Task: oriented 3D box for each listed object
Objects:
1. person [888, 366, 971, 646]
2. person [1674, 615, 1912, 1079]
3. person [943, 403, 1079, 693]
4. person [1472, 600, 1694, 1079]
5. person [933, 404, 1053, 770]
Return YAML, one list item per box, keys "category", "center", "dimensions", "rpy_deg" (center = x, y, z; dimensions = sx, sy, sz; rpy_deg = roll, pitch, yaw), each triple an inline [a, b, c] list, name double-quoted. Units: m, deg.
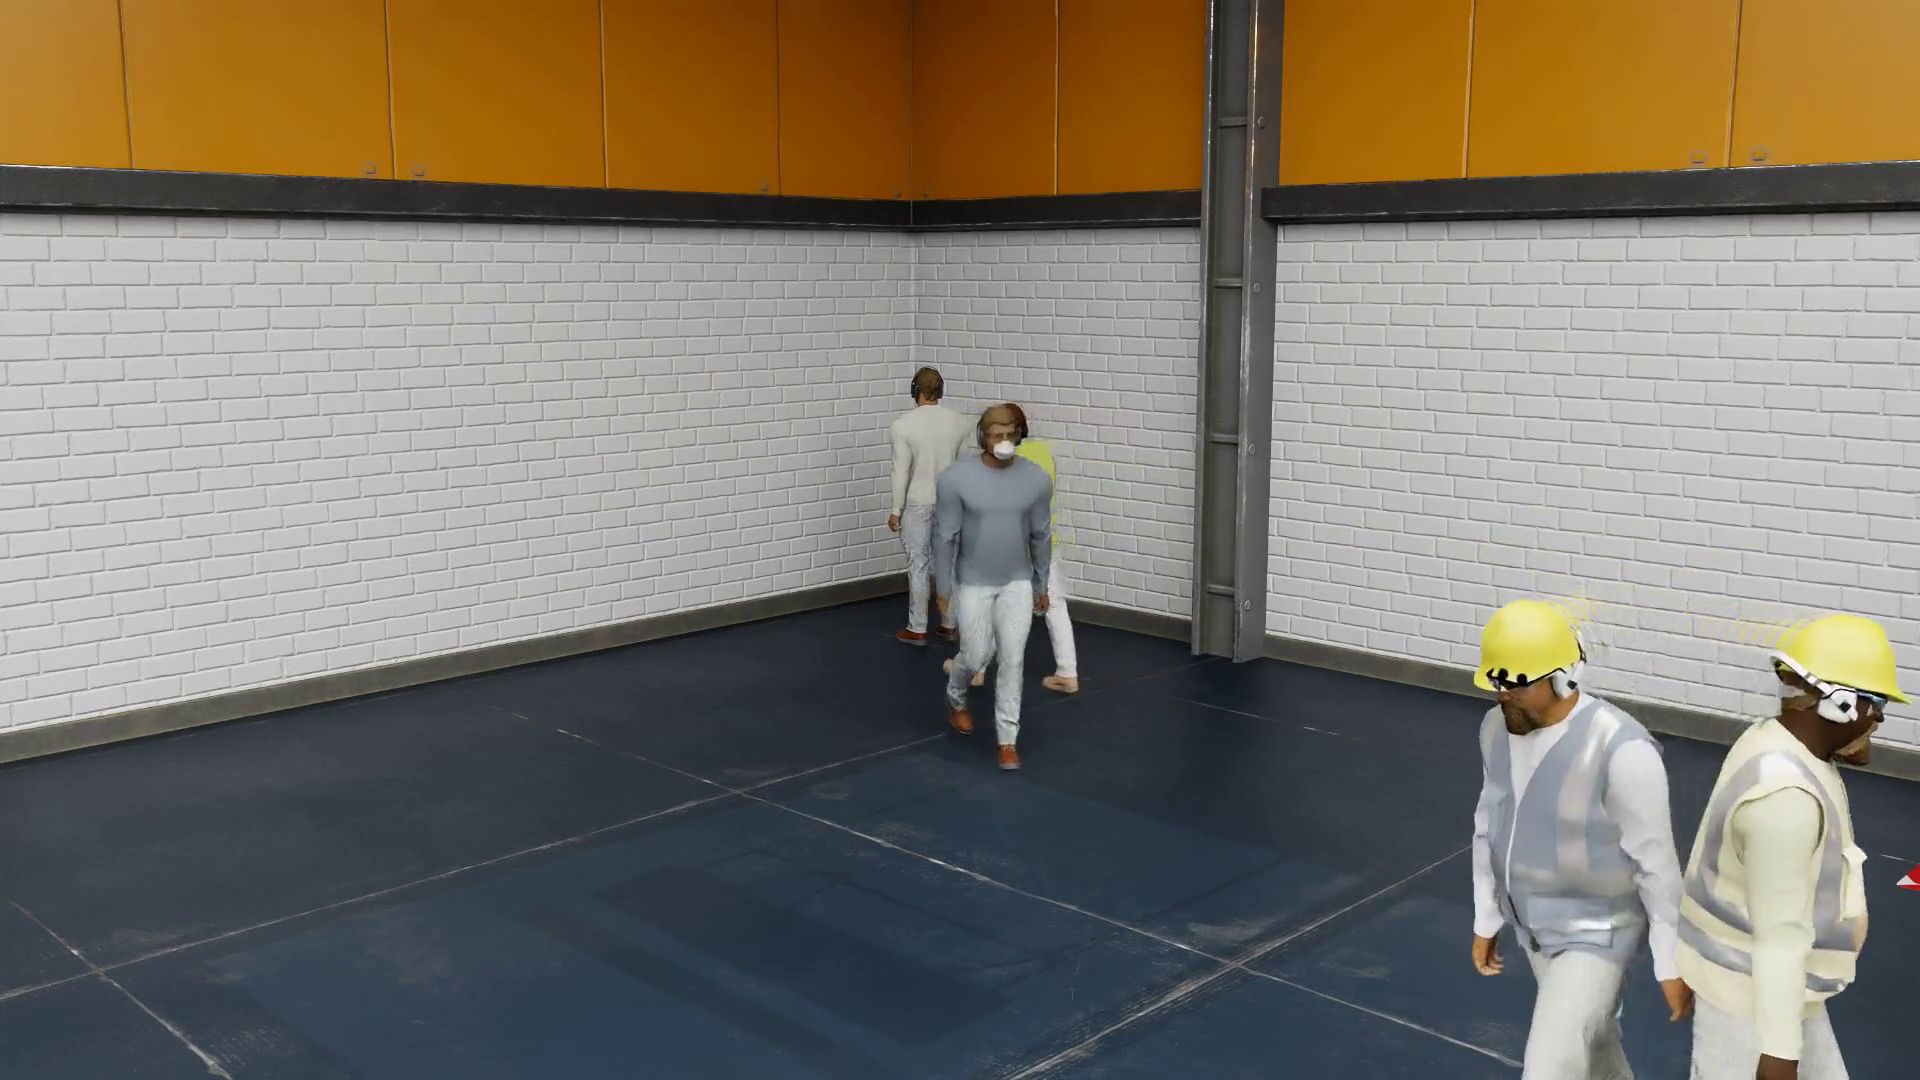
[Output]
- category: "person"
  center: [-0.220, -0.236, 11.573]
  dimensions: [0.636, 1.939, 0.364]
  rpy_deg: [-6, 11, -33]
- category: "person"
  center: [1.949, 1.069, 4.003]
  dimensions: [0.490, 1.793, 0.692]
  rpy_deg: [5, 11, 30]
- category: "person"
  center: [0.329, 0.049, 10.284]
  dimensions: [0.951, 1.780, 0.716]
  rpy_deg: [7, 11, 35]
- category: "person"
  center: [1.539, 1.031, 4.363]
  dimensions: [0.930, 1.754, 0.655]
  rpy_deg: [-3, 10, -18]
- category: "person"
  center: [0.159, 0.220, 8.843]
  dimensions: [0.646, 1.922, 0.695]
  rpy_deg: [-2, 10, -14]
